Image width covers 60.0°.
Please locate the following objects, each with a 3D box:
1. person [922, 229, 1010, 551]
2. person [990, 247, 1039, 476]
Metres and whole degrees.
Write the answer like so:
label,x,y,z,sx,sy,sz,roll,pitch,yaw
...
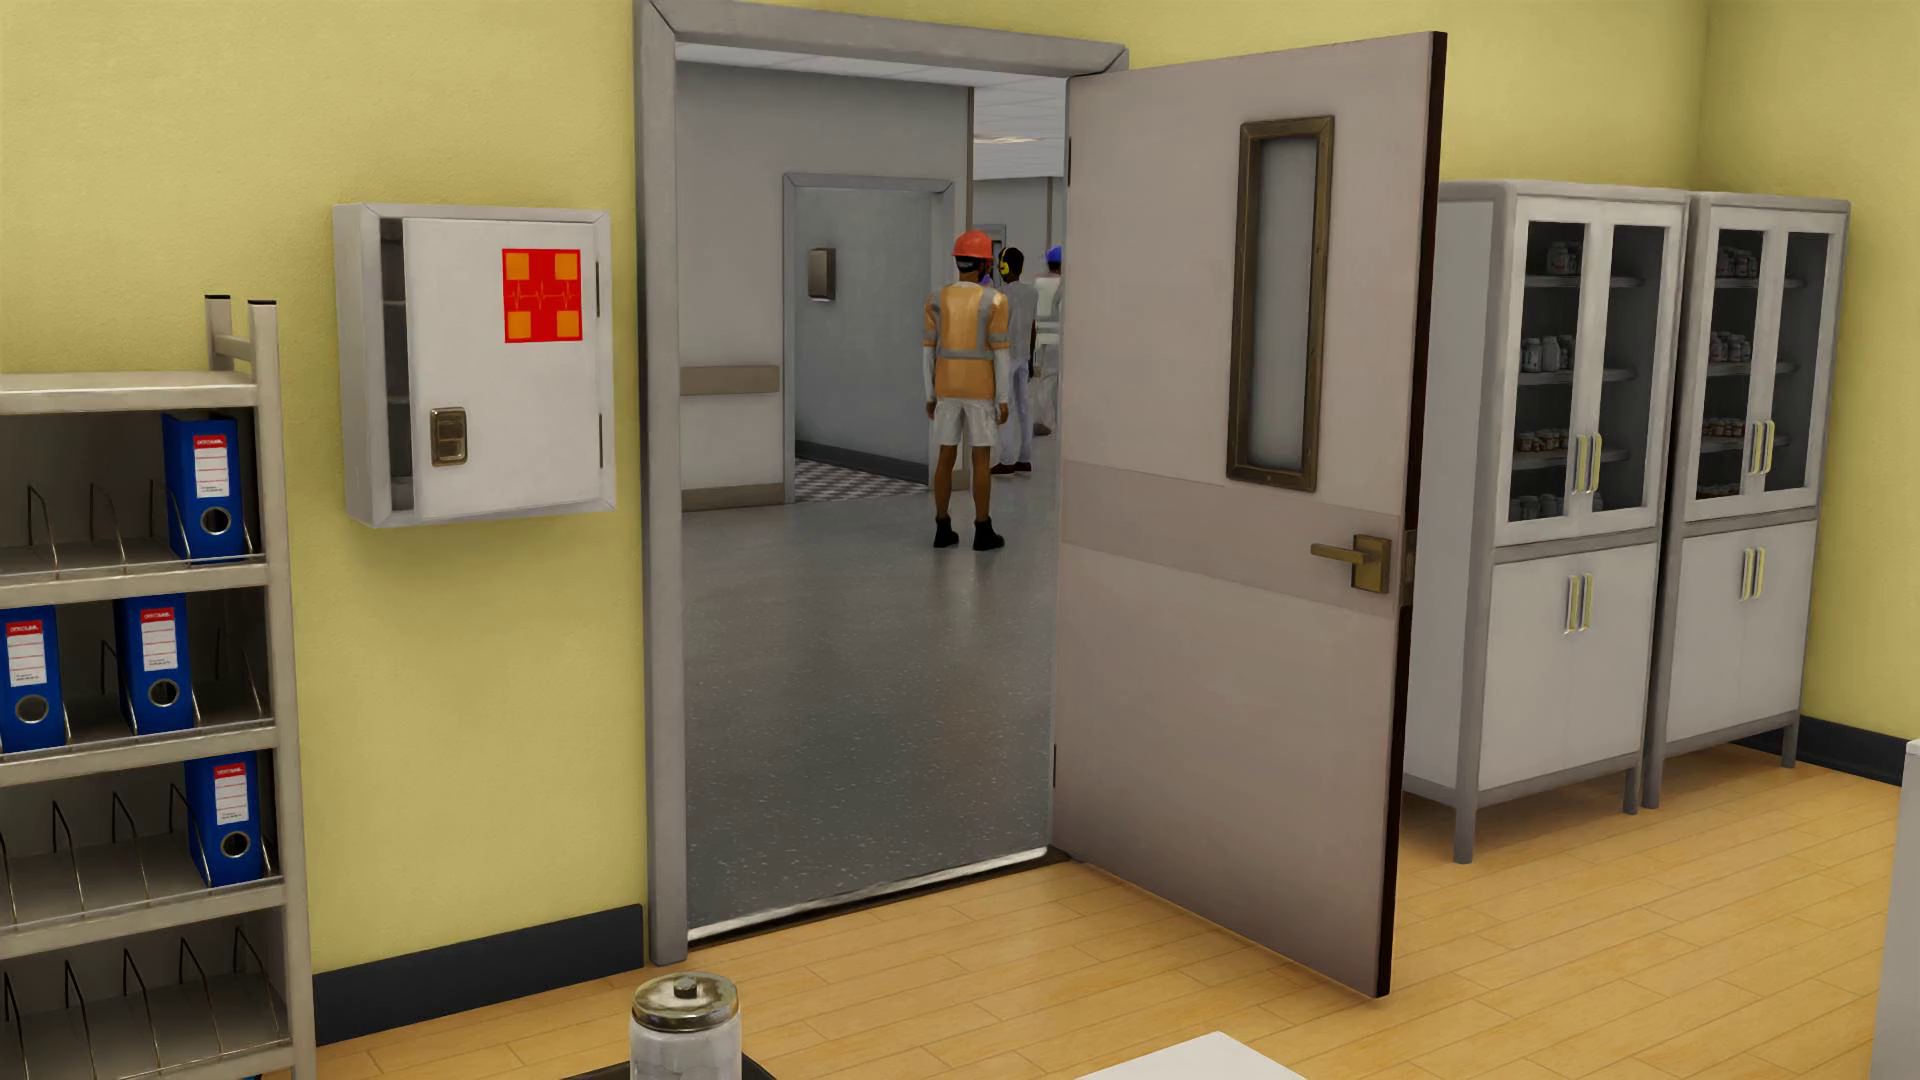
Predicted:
label,x,y,z,sx,sy,sz,roll,pitch,yaw
person,0.050,-0.906,10.095,0.552,1.934,0.375,5,10,22
person,0.416,-1.457,13.640,0.507,1.865,0.329,-8,13,-43
